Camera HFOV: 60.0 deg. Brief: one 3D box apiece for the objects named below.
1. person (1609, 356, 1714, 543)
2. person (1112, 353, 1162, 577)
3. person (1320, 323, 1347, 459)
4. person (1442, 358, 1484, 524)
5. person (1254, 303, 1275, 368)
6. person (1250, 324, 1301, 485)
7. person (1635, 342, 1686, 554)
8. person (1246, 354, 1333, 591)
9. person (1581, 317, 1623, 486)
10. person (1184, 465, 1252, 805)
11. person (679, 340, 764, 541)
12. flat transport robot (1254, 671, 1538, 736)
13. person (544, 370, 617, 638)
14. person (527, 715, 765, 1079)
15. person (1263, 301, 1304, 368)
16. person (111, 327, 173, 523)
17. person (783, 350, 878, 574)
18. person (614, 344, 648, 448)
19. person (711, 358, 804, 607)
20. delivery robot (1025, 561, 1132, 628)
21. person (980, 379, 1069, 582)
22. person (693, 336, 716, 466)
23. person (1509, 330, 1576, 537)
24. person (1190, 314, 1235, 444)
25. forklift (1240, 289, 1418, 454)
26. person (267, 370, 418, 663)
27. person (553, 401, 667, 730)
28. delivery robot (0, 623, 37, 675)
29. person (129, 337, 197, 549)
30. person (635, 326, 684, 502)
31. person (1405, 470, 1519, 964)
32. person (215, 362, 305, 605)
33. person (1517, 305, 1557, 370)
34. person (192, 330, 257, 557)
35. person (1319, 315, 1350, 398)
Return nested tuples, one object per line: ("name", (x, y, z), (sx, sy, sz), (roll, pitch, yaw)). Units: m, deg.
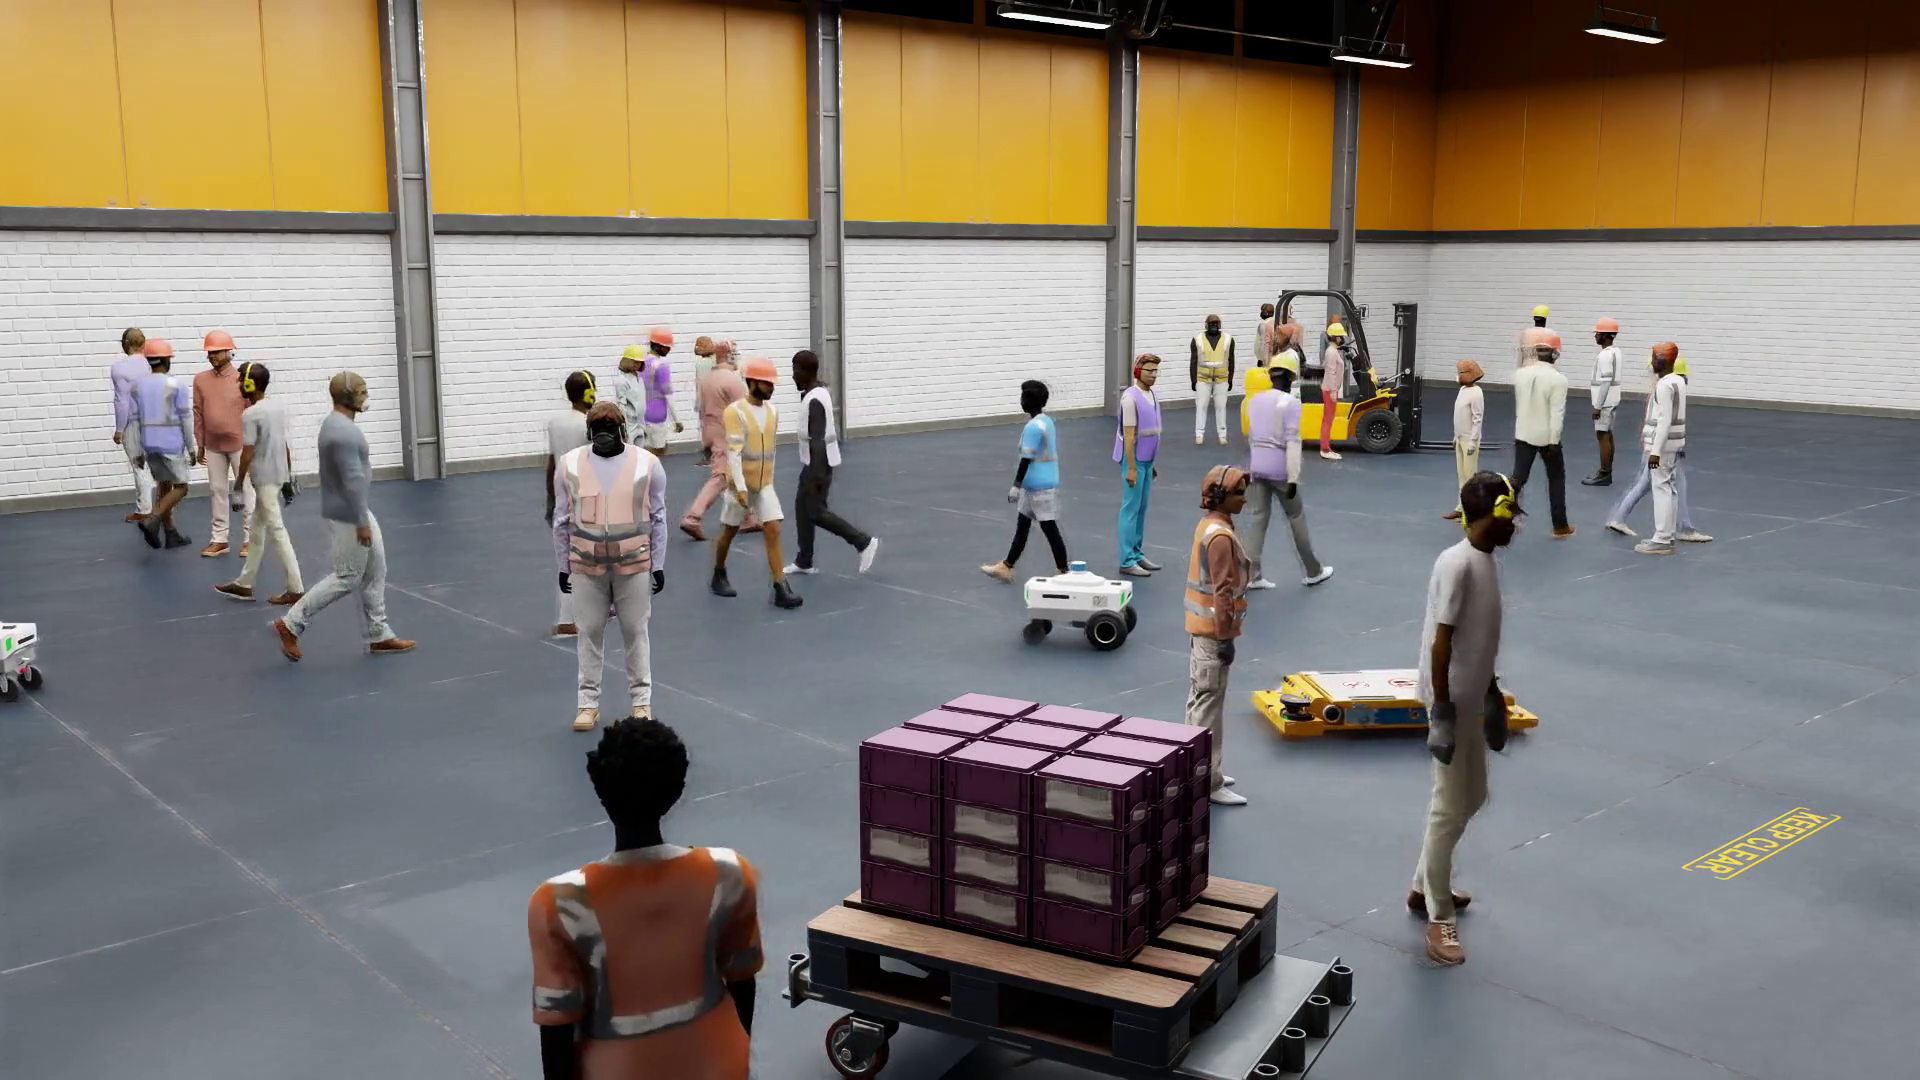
("person", (6.527, -0.852, 15.453), (0.895, 1.724, 0.530), (4, 10, 21))
("person", (1.481, -0.631, 13.819), (0.396, 1.841, 0.565), (5, 11, 25))
("person", (4.869, -1.940, 21.703), (0.313, 1.769, 0.523), (2, 10, 11))
("person", (5.006, -0.979, 16.459), (0.278, 1.633, 0.498), (-1, 10, -3))
("person", (5.208, -3.095, 28.243), (0.430, 1.844, 0.624), (6, 12, 33))
("person", (3.590, -1.536, 19.089), (0.758, 1.856, 0.582), (-1, 10, -8))
("person", (6.245, -0.815, 14.770), (0.337, 1.882, 0.583), (7, 12, 34))
("person", (2.564, -0.545, 13.274), (0.915, 1.853, 0.622), (-7, 12, -34))
("person", (7.396, -1.589, 19.137), (0.361, 1.939, 0.542), (6, 12, 33))
("person", (1.244, 0.451, 8.082), (0.314, 1.636, 0.515), (0, 10, 2))
("person", (-2.226, -0.936, 15.548), (0.966, 1.866, 0.648), (-5, 11, -29))
("flat transport robot", (2.449, 0.906, 9.410), (1.431, 0.197, 0.652), (-1, 10, -5))
("person", (-2.562, -0.262, 11.653), (0.550, 1.836, 0.812), (8, 12, 38))
("person", (-0.695, 1.192, 3.730), (0.537, 1.636, 0.911), (-4, 11, -23))
("person", (5.210, -2.888, 26.831), (0.643, 1.912, 0.410), (1, 10, 7))
("person", (-8.108, -1.135, 16.485), (0.371, 1.940, 0.627), (4, 11, 24))
("person", (-1.107, -0.621, 13.657), (0.770, 1.888, 0.608), (-1, 10, -5))
("person", (-3.344, -1.133, 17.065), (0.312, 1.737, 0.483), (3, 10, 16))
("person", (-1.586, -0.448, 12.657), (0.551, 1.880, 1.047), (-9, 13, -42))
("delivery robot", (0.805, 0.388, 11.338), (0.707, 0.478, 0.477), (2, 10, 14))
("person", (0.521, -0.437, 13.178), (0.831, 1.652, 0.551), (2, 10, 13))
("person", (-3.200, -1.748, 20.956), (0.280, 1.636, 0.500), (3, 10, 17))
("person", (5.337, -0.970, 15.486), (0.928, 1.959, 0.620), (-7, 12, -34))
("person", (3.531, -2.245, 23.312), (0.623, 1.836, 0.430), (0, 10, 3))
("forklift", (5.034, -2.339, 22.783), (2.313, 2.155, 1.214), (3, 10, 16))
("person", (-4.042, -0.146, 10.790), (0.844, 1.913, 0.637), (-3, 10, -19))
("person", (-1.947, 0.144, 9.279), (0.626, 1.844, 0.429), (-1, 10, -7))
("delivery robot", (-5.936, 0.625, 9.951), (0.707, 0.478, 0.477), (0, 10, -1))
("person", (-7.141, -0.836, 14.802), (0.551, 1.917, 0.692), (2, 10, 11))
("person", (-3.207, -1.317, 17.686), (0.505, 1.894, 0.574), (-7, 12, -36))
("person", (1.896, 0.653, 6.350), (0.357, 1.833, 0.655), (7, 12, 34))
("person", (-5.361, -0.412, 12.531), (0.859, 1.838, 0.554), (0, 10, 3))
("person", (8.400, -2.450, 24.214), (0.585, 1.928, 0.369), (9, 13, 42))
("person", (-6.425, -0.841, 14.595), (0.613, 1.995, 0.391), (1, 10, 6))
("person", (6.427, -3.050, 28.579), (0.507, 1.633, 0.274), (3, 10, 16))
